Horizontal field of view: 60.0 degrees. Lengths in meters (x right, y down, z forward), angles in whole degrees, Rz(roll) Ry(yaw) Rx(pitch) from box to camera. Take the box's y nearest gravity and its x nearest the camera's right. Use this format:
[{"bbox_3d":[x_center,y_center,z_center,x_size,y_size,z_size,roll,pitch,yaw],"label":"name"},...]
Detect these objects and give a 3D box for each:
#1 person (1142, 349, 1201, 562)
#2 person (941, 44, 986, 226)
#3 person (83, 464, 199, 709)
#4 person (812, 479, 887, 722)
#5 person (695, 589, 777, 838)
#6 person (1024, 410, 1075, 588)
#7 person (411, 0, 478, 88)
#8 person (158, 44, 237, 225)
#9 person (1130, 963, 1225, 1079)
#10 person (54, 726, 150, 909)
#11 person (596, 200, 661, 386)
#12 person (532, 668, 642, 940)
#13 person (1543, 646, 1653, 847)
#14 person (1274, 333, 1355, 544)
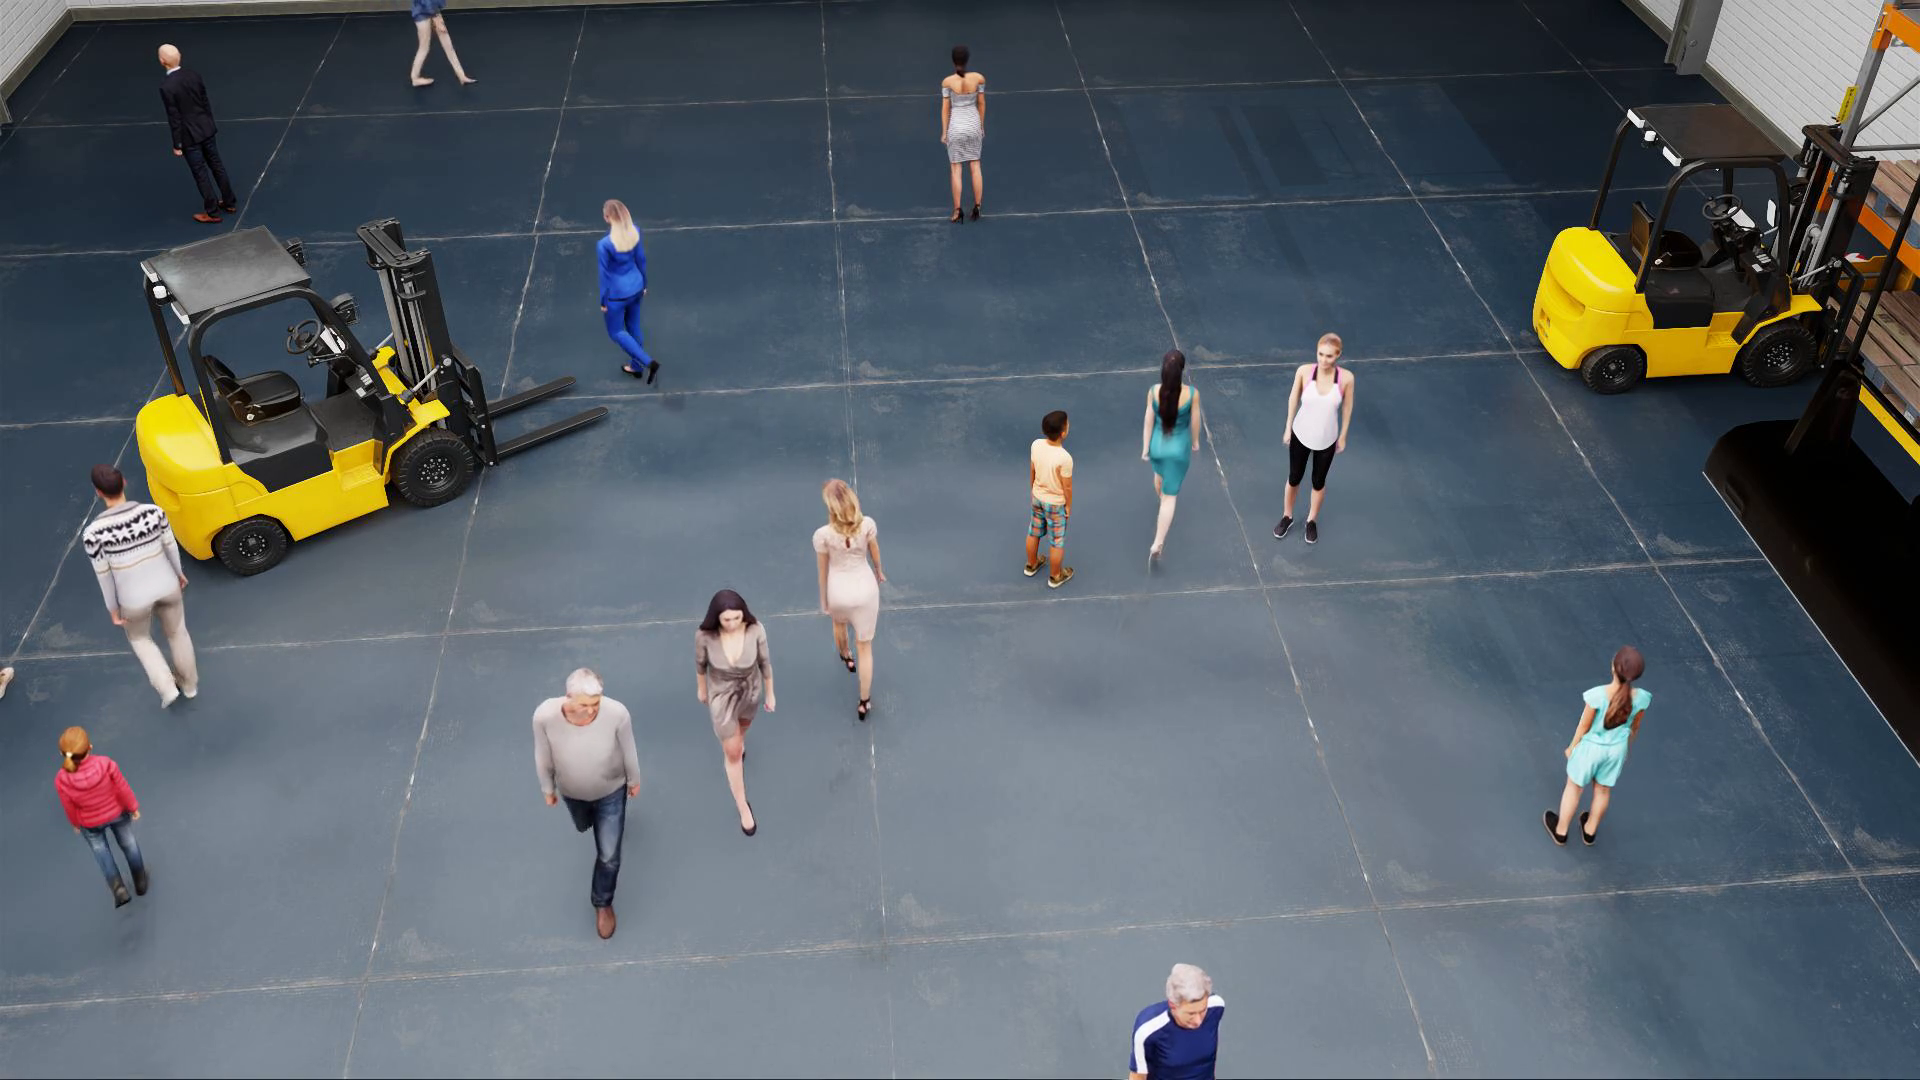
[{"bbox_3d":[1.523,-0.595,12.188,0.813,1.643,1.107,10,40,13],"label":"person"},{"bbox_3d":[0.044,-3.957,16.253,0.617,1.822,0.562,-8,39,-10],"label":"person"},{"bbox_3d":[-5.262,0.365,10.832,0.911,1.835,0.866,32,48,33],"label":"person"},{"bbox_3d":[-0.695,0.439,10.768,0.639,1.798,0.897,-3,39,-4],"label":"person"},{"bbox_3d":[-1.385,0.908,10.265,0.755,1.693,1.148,-10,40,-12],"label":"person"},{"bbox_3d":[0.646,-0.302,11.967,0.598,1.460,0.652,26,45,28],"label":"person"},{"bbox_3d":[-6.074,-5.887,18.817,0.836,1.639,1.005,-2,39,-3],"label":"person"},{"bbox_3d":[-7.505,-3.990,16.312,0.833,1.800,0.706,16,41,19],"label":"person"},{"bbox_3d":[0.986,2.604,8.058,0.885,1.797,1.268,-13,41,-16],"label":"person"},{"bbox_3d":[-4.967,1.646,9.650,0.650,1.308,0.741,-19,42,-22],"label":"person"},{"bbox_3d":[-2.753,-2.033,13.953,0.966,1.686,0.912,25,45,28],"label":"person"},{"bbox_3d":[-2.101,1.355,9.569,0.793,1.862,1.198,4,39,5],"label":"person"},{"bbox_3d":[3.838,1.238,9.960,0.564,1.559,0.563,1,39,1],"label":"person"},{"bbox_3d":[2.623,-0.761,12.281,0.678,1.786,0.656,11,40,13],"label":"person"}]
